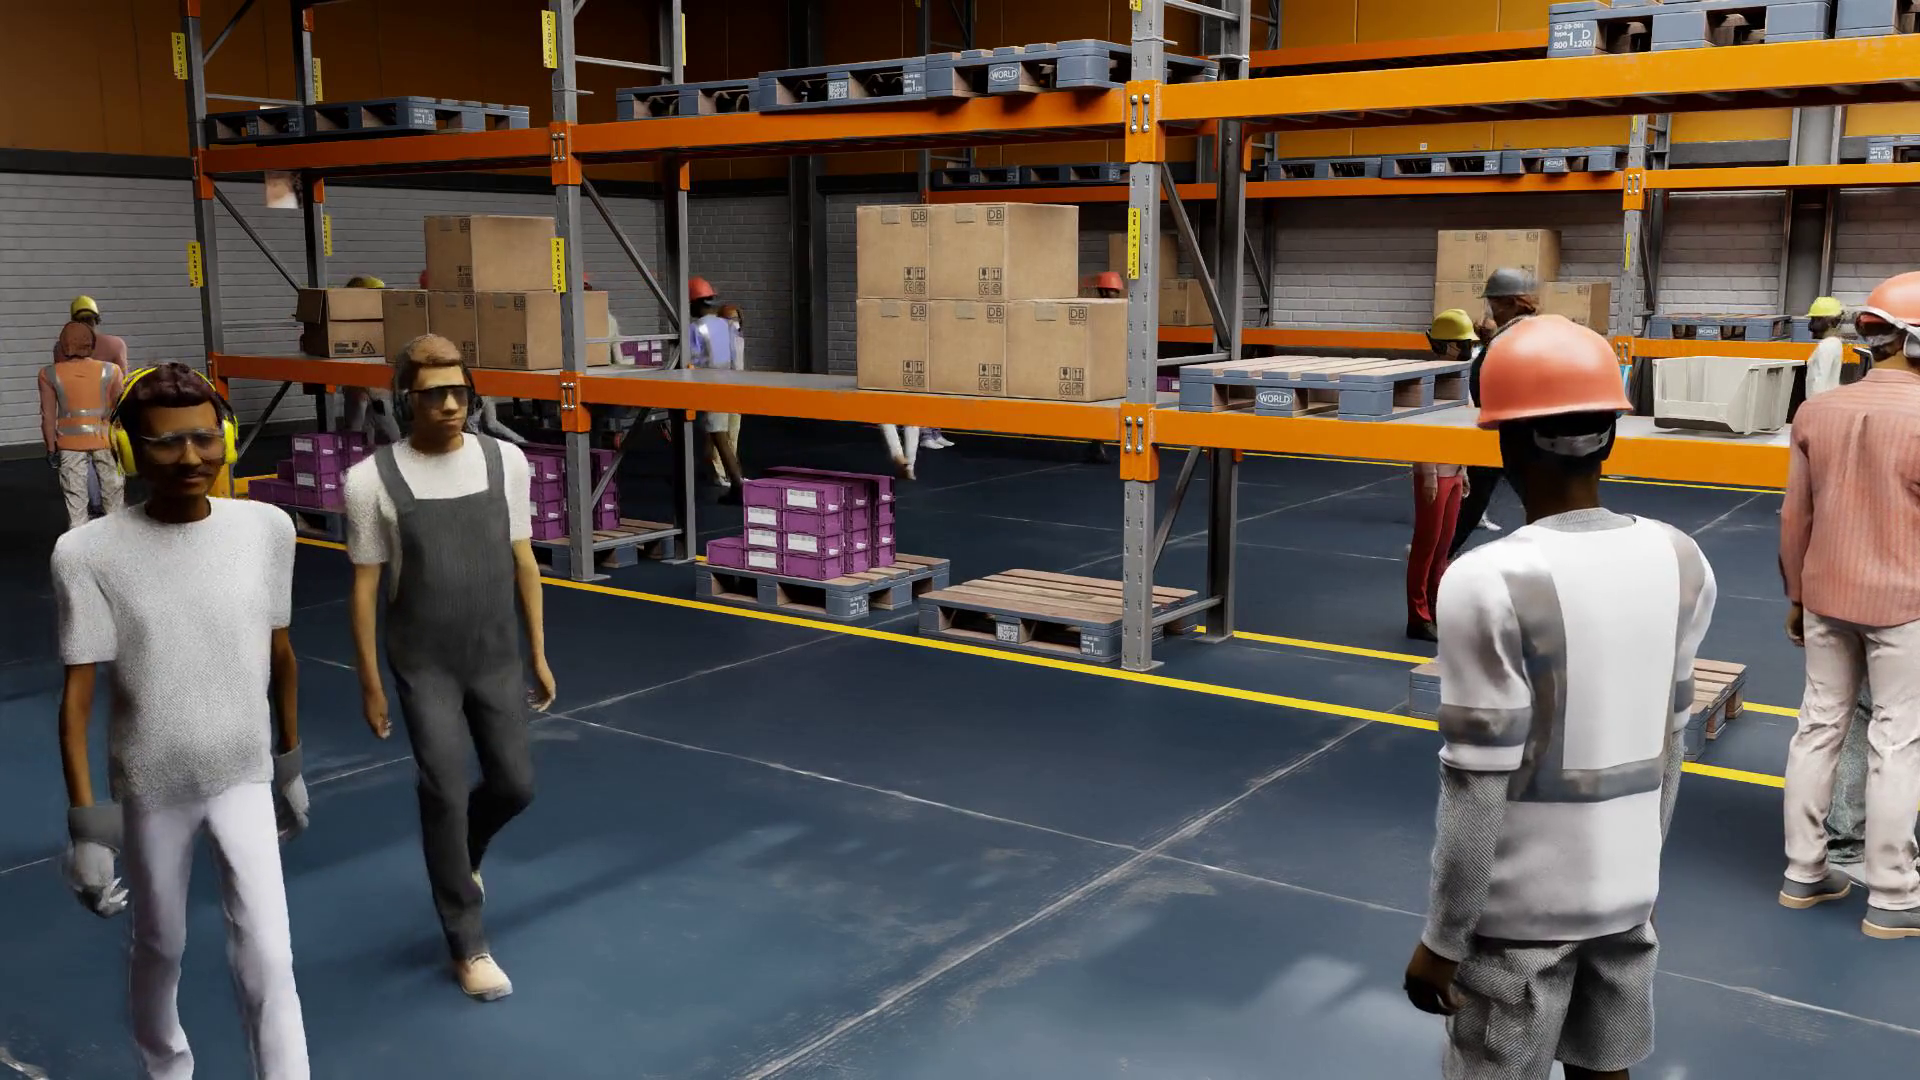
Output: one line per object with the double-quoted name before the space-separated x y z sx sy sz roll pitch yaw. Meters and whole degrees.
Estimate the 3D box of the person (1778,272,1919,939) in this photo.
"person" 2.785 0.195 5.034 0.392 1.988 0.609 -5 11 -25

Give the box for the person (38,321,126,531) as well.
"person" -5.601 -0.582 10.691 0.512 1.642 0.312 -5 11 -26

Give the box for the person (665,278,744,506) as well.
"person" -2.140 -1.231 13.872 0.996 1.870 0.569 5 11 29

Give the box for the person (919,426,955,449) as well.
"person" -0.249 -1.933 17.980 0.404 1.900 0.640 3 10 16

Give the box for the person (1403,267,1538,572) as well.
"person" 3.457 -0.780 10.685 1.034 2.000 0.701 4 10 24

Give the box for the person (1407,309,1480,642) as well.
"person" 2.600 -0.346 8.919 0.311 1.769 0.525 7 12 36

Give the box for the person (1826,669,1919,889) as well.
"person" 3.035 0.256 5.396 0.289 1.746 0.487 7 12 35

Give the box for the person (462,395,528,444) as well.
"person" -4.419 -1.393 15.616 0.705 1.610 0.539 -1 10 -6

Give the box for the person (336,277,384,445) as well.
"person" -6.026 -1.716 16.815 0.634 1.847 0.977 -1 10 -5

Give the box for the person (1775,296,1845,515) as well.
"person" 6.775 -1.019 12.968 0.583 1.745 0.534 6 11 32

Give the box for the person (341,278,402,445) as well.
"person" -4.876 -1.238 13.895 0.973 1.867 0.589 1 10 5

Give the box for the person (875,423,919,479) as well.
"person" -0.539 -1.464 15.390 0.642 1.826 0.443 -6 11 -31

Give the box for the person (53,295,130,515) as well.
"person" -6.862 -1.057 13.186 0.543 1.749 0.468 -4 10 -22

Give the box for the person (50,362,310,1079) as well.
"person" -1.611 0.539 3.514 0.542 1.814 0.990 -8 12 -39

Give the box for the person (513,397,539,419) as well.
"person" -5.572 -2.524 21.304 0.603 1.962 0.368 2 10 14

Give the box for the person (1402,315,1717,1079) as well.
"person" 0.988 0.590 2.850 0.543 1.932 0.376 -5 11 -26

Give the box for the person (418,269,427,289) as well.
"person" -5.418 -1.822 17.163 0.626 1.956 0.754 -9 13 -42

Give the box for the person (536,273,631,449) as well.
"person" -3.033 -1.171 13.293 0.732 1.936 0.886 -8 12 -38

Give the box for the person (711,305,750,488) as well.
"person" -2.073 -1.294 14.959 0.284 1.633 0.497 5 11 26

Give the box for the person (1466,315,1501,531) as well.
"person" 3.847 -0.877 12.491 0.437 1.628 0.518 8 12 38

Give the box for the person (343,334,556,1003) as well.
"person" -1.436 0.335 4.678 0.539 1.831 0.621 -6 12 -34

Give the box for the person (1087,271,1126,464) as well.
"person" 1.467 -1.695 16.483 0.473 1.921 0.586 4 10 23
